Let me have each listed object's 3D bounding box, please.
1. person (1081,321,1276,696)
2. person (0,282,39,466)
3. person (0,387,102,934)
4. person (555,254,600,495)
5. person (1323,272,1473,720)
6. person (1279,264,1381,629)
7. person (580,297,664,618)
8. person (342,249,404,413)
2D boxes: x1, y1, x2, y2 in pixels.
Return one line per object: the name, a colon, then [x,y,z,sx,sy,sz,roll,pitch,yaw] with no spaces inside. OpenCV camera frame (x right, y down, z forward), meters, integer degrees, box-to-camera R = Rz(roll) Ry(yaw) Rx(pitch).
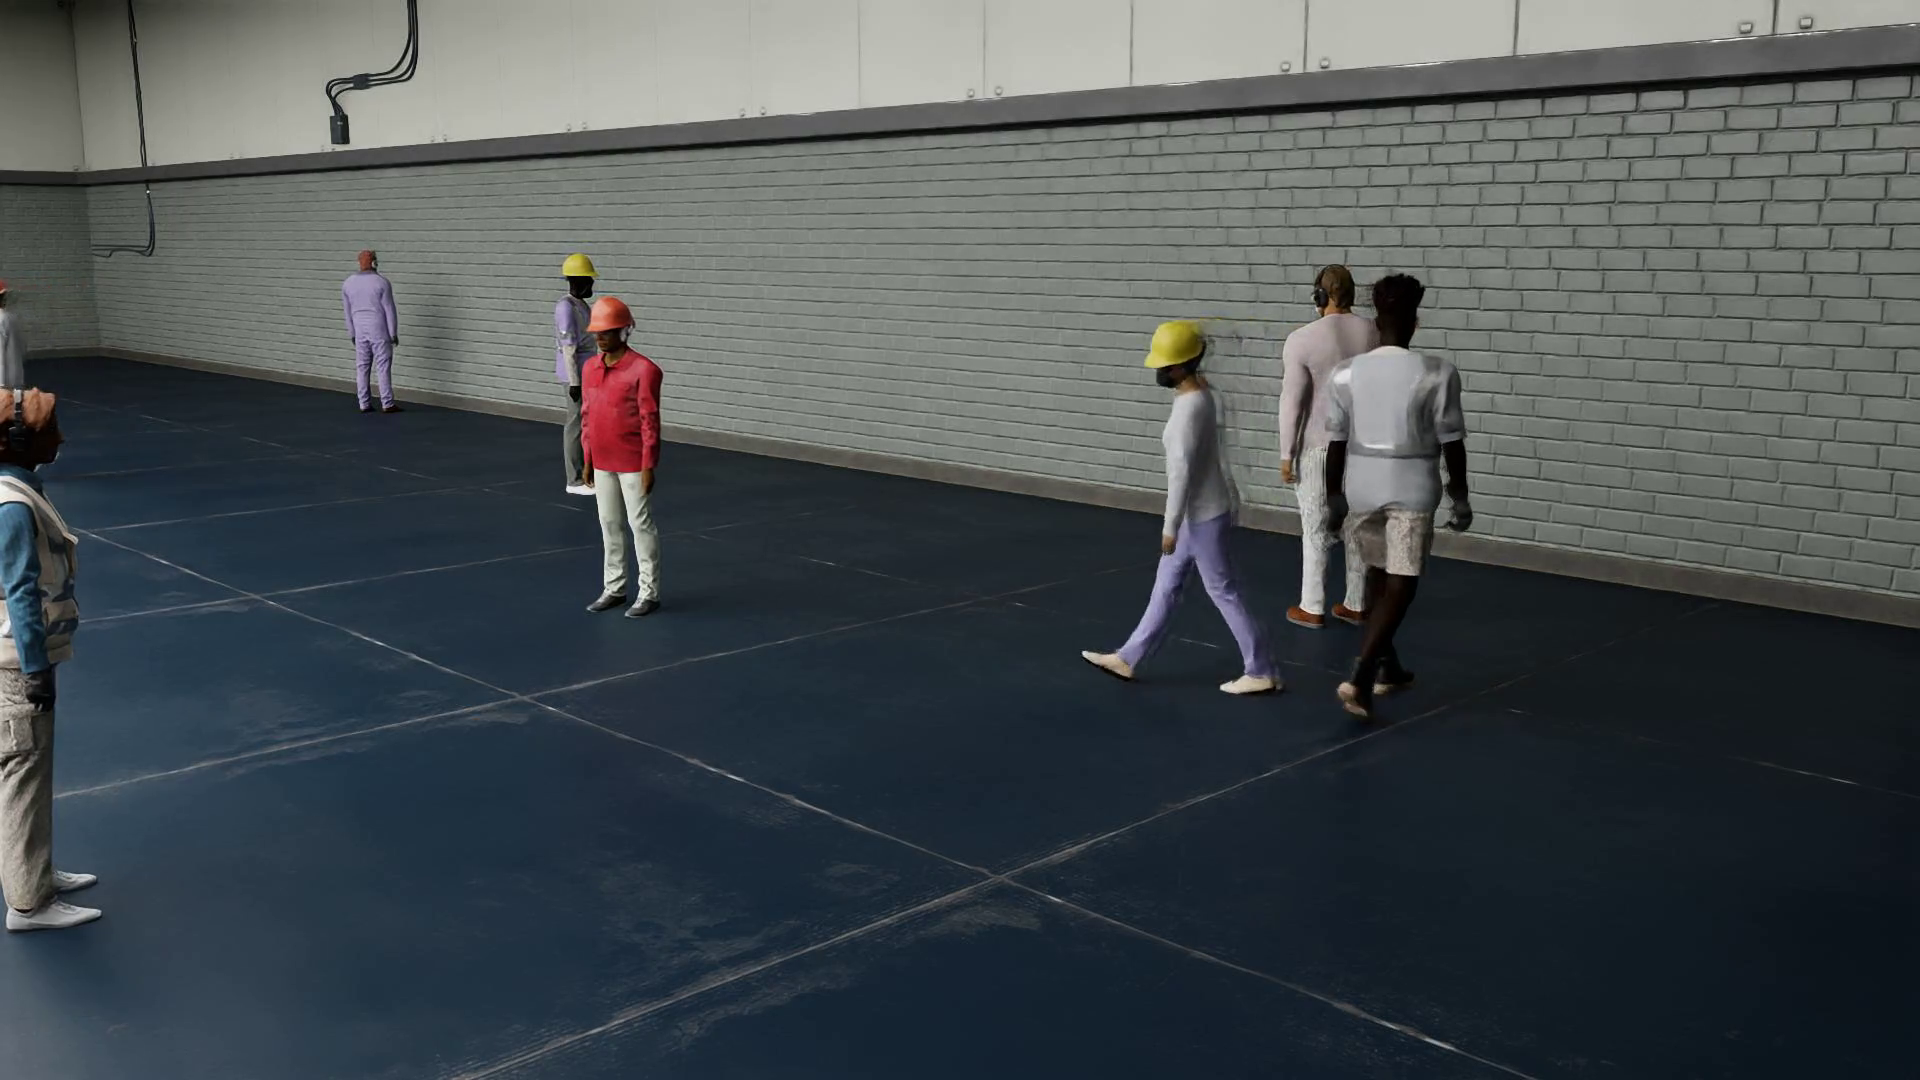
person: [1.012,-0.122,7.433,0.922,1.693,0.580,2,11,11]
person: [-8.064,-1.348,14.008,0.414,1.740,0.566,-2,11,-13]
person: [-2.811,0.357,5.026,0.318,1.631,0.513,-6,12,-29]
person: [-3.052,-1.328,13.398,0.370,1.927,0.588,0,10,-1]
person: [1.853,-0.192,7.247,0.600,1.939,0.951,9,13,39]
person: [1.973,-0.482,8.792,0.630,1.931,0.372,-3,11,-15]
person: [-1.867,-0.449,9.095,0.566,1.745,0.348,7,12,33]
person: [-6.865,-2.435,19.482,0.643,1.912,0.410,2,11,12]
